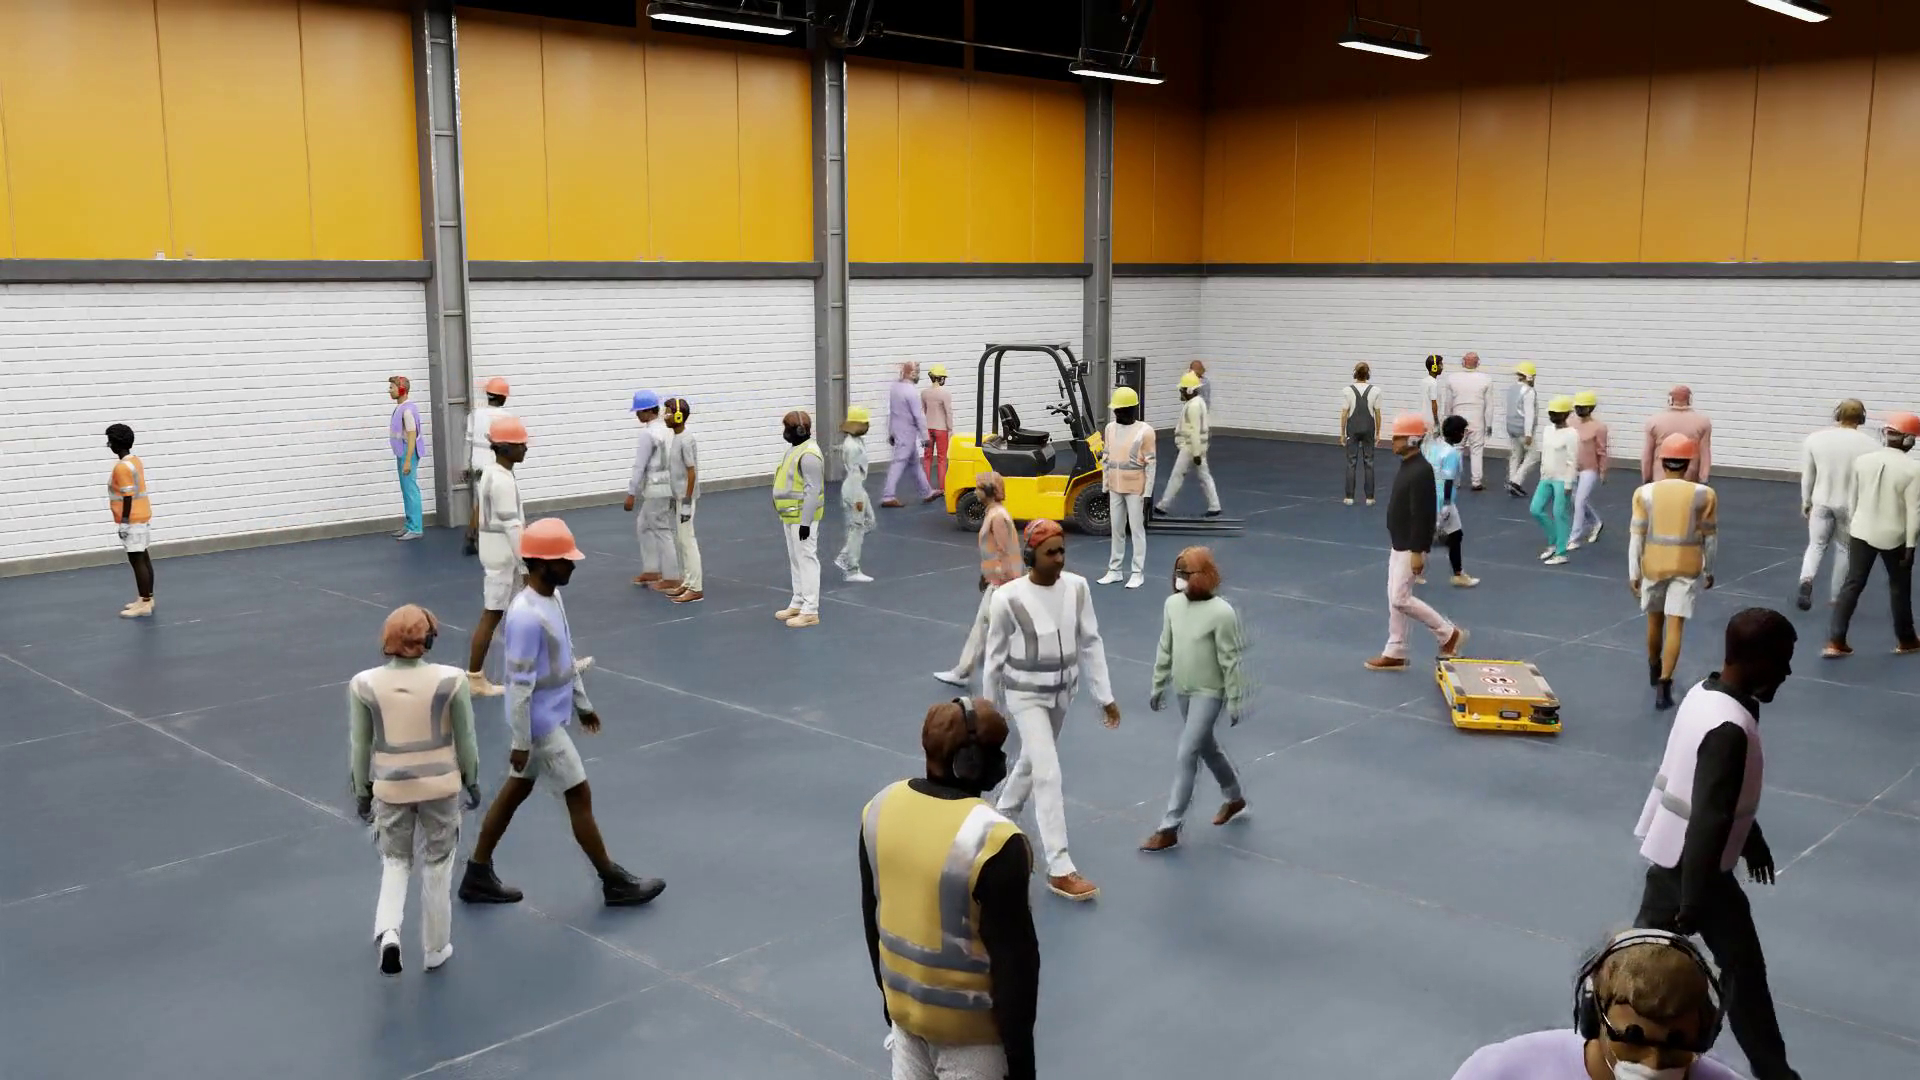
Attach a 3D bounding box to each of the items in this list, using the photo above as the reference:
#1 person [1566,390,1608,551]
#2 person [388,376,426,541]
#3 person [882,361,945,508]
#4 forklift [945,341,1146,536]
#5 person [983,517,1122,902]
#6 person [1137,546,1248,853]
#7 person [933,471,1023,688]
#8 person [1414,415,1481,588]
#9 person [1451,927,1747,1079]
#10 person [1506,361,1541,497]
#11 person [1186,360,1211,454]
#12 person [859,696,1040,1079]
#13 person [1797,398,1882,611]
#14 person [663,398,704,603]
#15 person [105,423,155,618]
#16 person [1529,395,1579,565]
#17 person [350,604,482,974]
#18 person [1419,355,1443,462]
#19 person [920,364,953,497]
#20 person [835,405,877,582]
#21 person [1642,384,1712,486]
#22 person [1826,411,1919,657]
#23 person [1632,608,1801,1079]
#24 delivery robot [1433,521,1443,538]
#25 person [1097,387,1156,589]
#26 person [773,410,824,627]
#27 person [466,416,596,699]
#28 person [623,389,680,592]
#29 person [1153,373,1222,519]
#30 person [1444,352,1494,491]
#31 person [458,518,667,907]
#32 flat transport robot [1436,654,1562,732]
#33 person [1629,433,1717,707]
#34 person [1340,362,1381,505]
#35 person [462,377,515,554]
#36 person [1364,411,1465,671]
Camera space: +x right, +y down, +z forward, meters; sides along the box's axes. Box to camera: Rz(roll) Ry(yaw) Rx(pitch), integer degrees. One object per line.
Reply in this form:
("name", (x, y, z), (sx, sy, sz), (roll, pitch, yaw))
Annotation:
("person", (6.821, -0.772, 18.104), (0.809, 1.741, 0.533), (-6, 11, -33))
("person", (-6.204, -0.920, 18.663), (0.387, 1.846, 0.566), (-5, 10, -27))
("person", (-0.574, -1.344, 21.205), (0.970, 1.854, 0.671), (-3, 10, -20))
("forklift", (0.977, -1.223, 19.452), (2.313, 2.155, 1.214), (2, 9, 11))
("person", (0.384, 0.785, 8.292), (0.580, 1.840, 1.004), (-7, 12, -37))
("person", (1.274, 0.809, 8.843), (0.859, 1.591, 0.518), (-6, 11, -34))
("person", (0.271, 0.293, 12.005), (0.878, 1.582, 0.524), (0, 9, 2))
("person", (4.615, -0.357, 15.768), (0.808, 1.642, 0.614), (-1, 9, -5))
("person", (1.163, 1.609, 2.992), (0.643, 1.895, 0.903), (2, 10, 13))
("person", (7.440, -1.452, 21.993), (0.429, 1.816, 0.613), (-2, 9, -10))
("person", (3.773, -2.017, 26.099), (0.449, 1.618, 0.499), (-7, 12, -37))
("person", (-0.004, 1.349, 4.771), (0.429, 1.840, 0.627), (-9, 13, -42))
("person", (7.677, -0.288, 14.580), (0.642, 1.922, 0.750), (9, 13, 43))
("person", (-2.536, -0.363, 15.172), (0.323, 1.870, 0.518), (-3, 10, -17))
("person", (-7.248, -0.174, 14.542), (0.321, 1.695, 0.536), (-3, 10, -15))
("person", (6.097, -0.610, 17.048), (0.372, 1.750, 0.543), (-3, 10, -18))
("person", (-2.326, 1.080, 7.100), (0.518, 1.622, 0.421), (-1, 9, -6))
("person", (6.437, -1.589, 22.691), (0.328, 1.872, 0.512), (-1, 9, -4))
("person", (-0.306, -1.460, 22.237), (0.523, 1.763, 0.329), (7, 11, 35))
("person", (-0.972, -0.447, 16.117), (0.355, 1.728, 0.500), (0, 9, -1))
("person", (7.369, -0.672, 17.132), (0.647, 1.860, 0.981), (4, 10, 22))
("person", (7.215, -0.036, 12.980), (0.978, 1.948, 0.640), (-5, 11, -30))
("person", (2.733, 1.150, 5.894), (0.973, 1.859, 0.626), (2, 10, 14))
("delivery robot", (5.095, -0.279, 18.394), (0.477, 0.478, 0.707), (0, 9, -2))
("person", (1.585, -0.499, 15.849), (0.586, 1.921, 0.383), (9, 13, 42))
("person", (-1.379, -0.189, 14.196), (0.429, 1.844, 0.627), (-3, 10, -20))
("person", (-3.097, 0.122, 11.802), (1.012, 1.994, 0.634), (-3, 10, -18))
("person", (-2.946, -0.455, 15.618), (0.717, 1.910, 0.601), (1, 9, 6))
("person", (2.763, -1.132, 20.167), (0.942, 1.784, 0.594), (3, 10, 19))
("person", (6.953, -1.604, 22.786), (0.670, 1.928, 0.454), (4, 10, 25))
("person", (-1.947, 0.824, 7.857), (0.998, 1.883, 0.566), (-1, 9, -6))
("flat transport robot", (3.688, 1.040, 11.461), (0.652, 0.197, 1.431), (2, 9, 10))
("person", (5.016, 0.196, 11.732), (0.550, 1.888, 1.009), (6, 11, 31))
("person", (5.142, -1.360, 21.357), (0.507, 1.847, 0.344), (2, 9, 11))
("person", (-5.056, -0.797, 17.822), (0.552, 1.885, 0.947), (6, 11, 32))
("person", (3.408, 0.027, 12.438), (0.621, 1.981, 0.635), (0, 9, 2))
